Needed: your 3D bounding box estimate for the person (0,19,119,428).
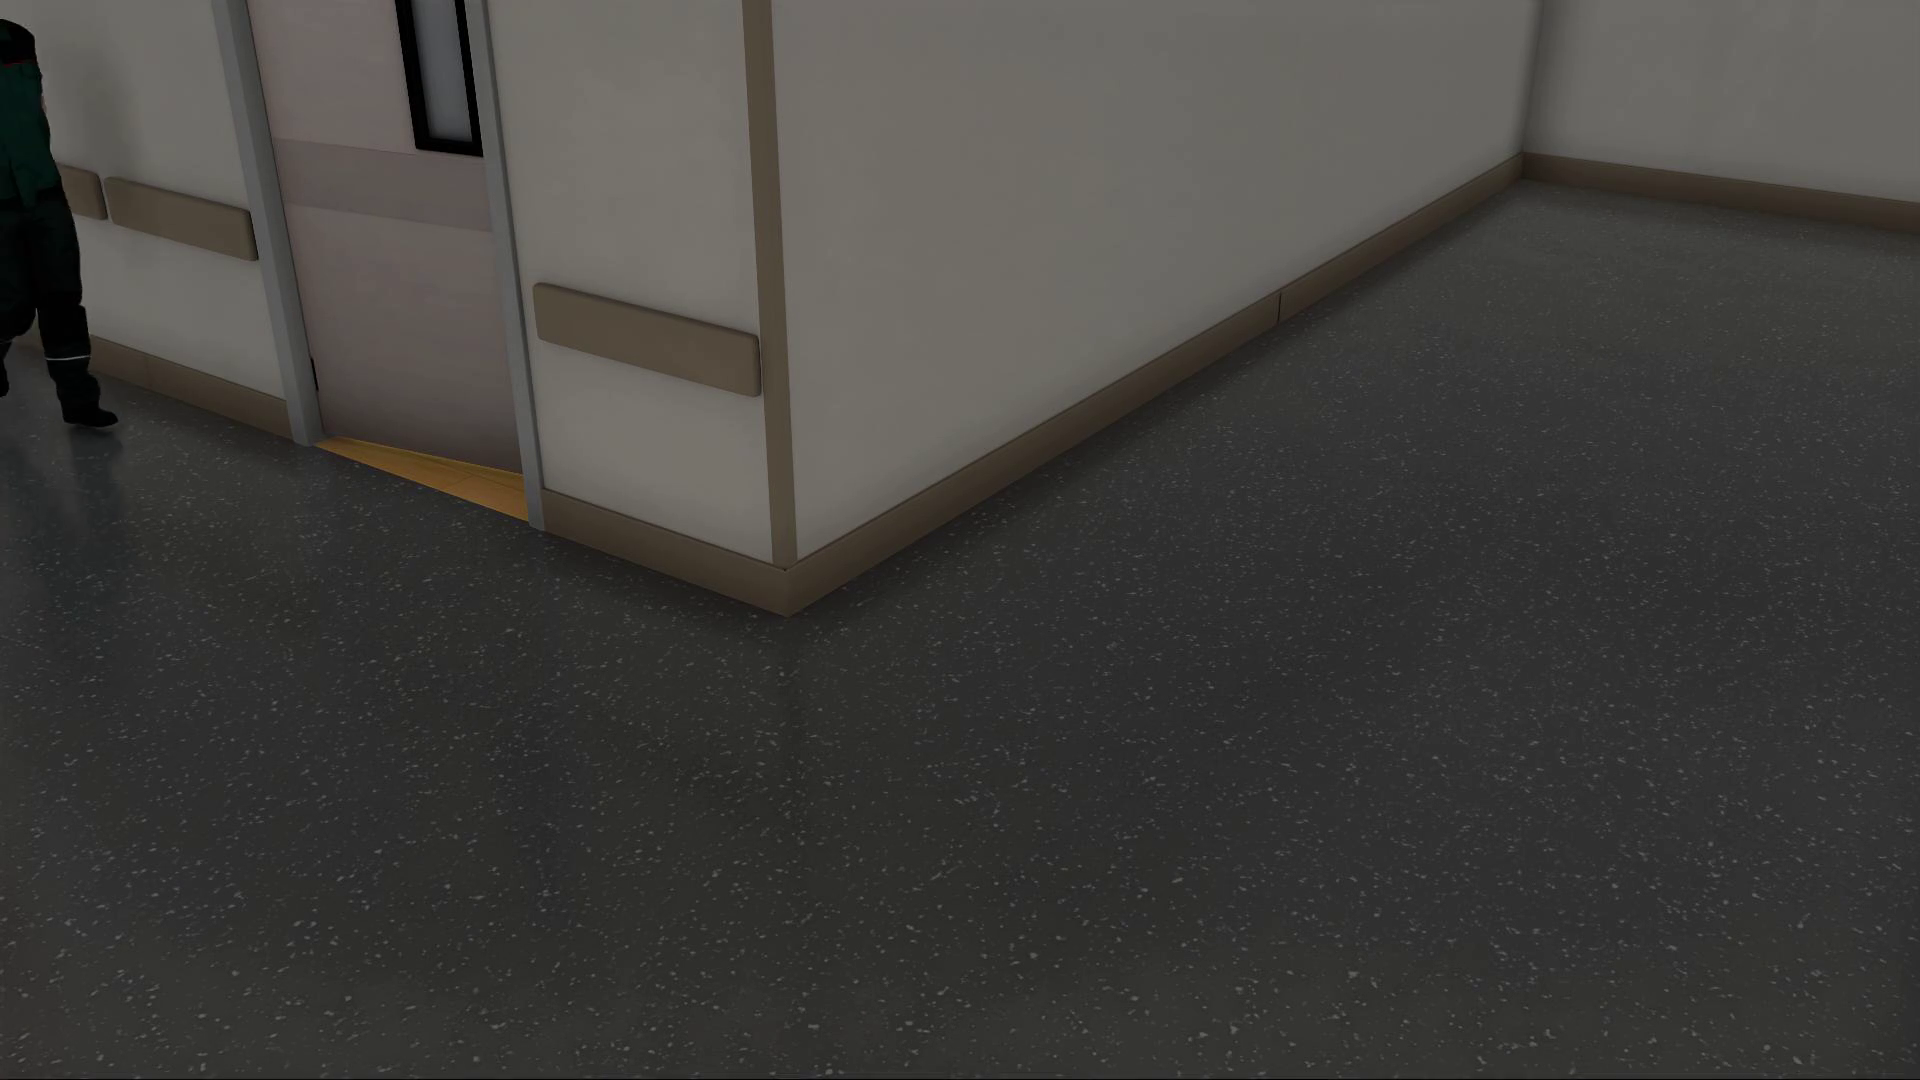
[{"bbox_3d":[-3.637,-1.304,6.268,0.689,1.826,0.873,16,30,30],"label":"person"}]
